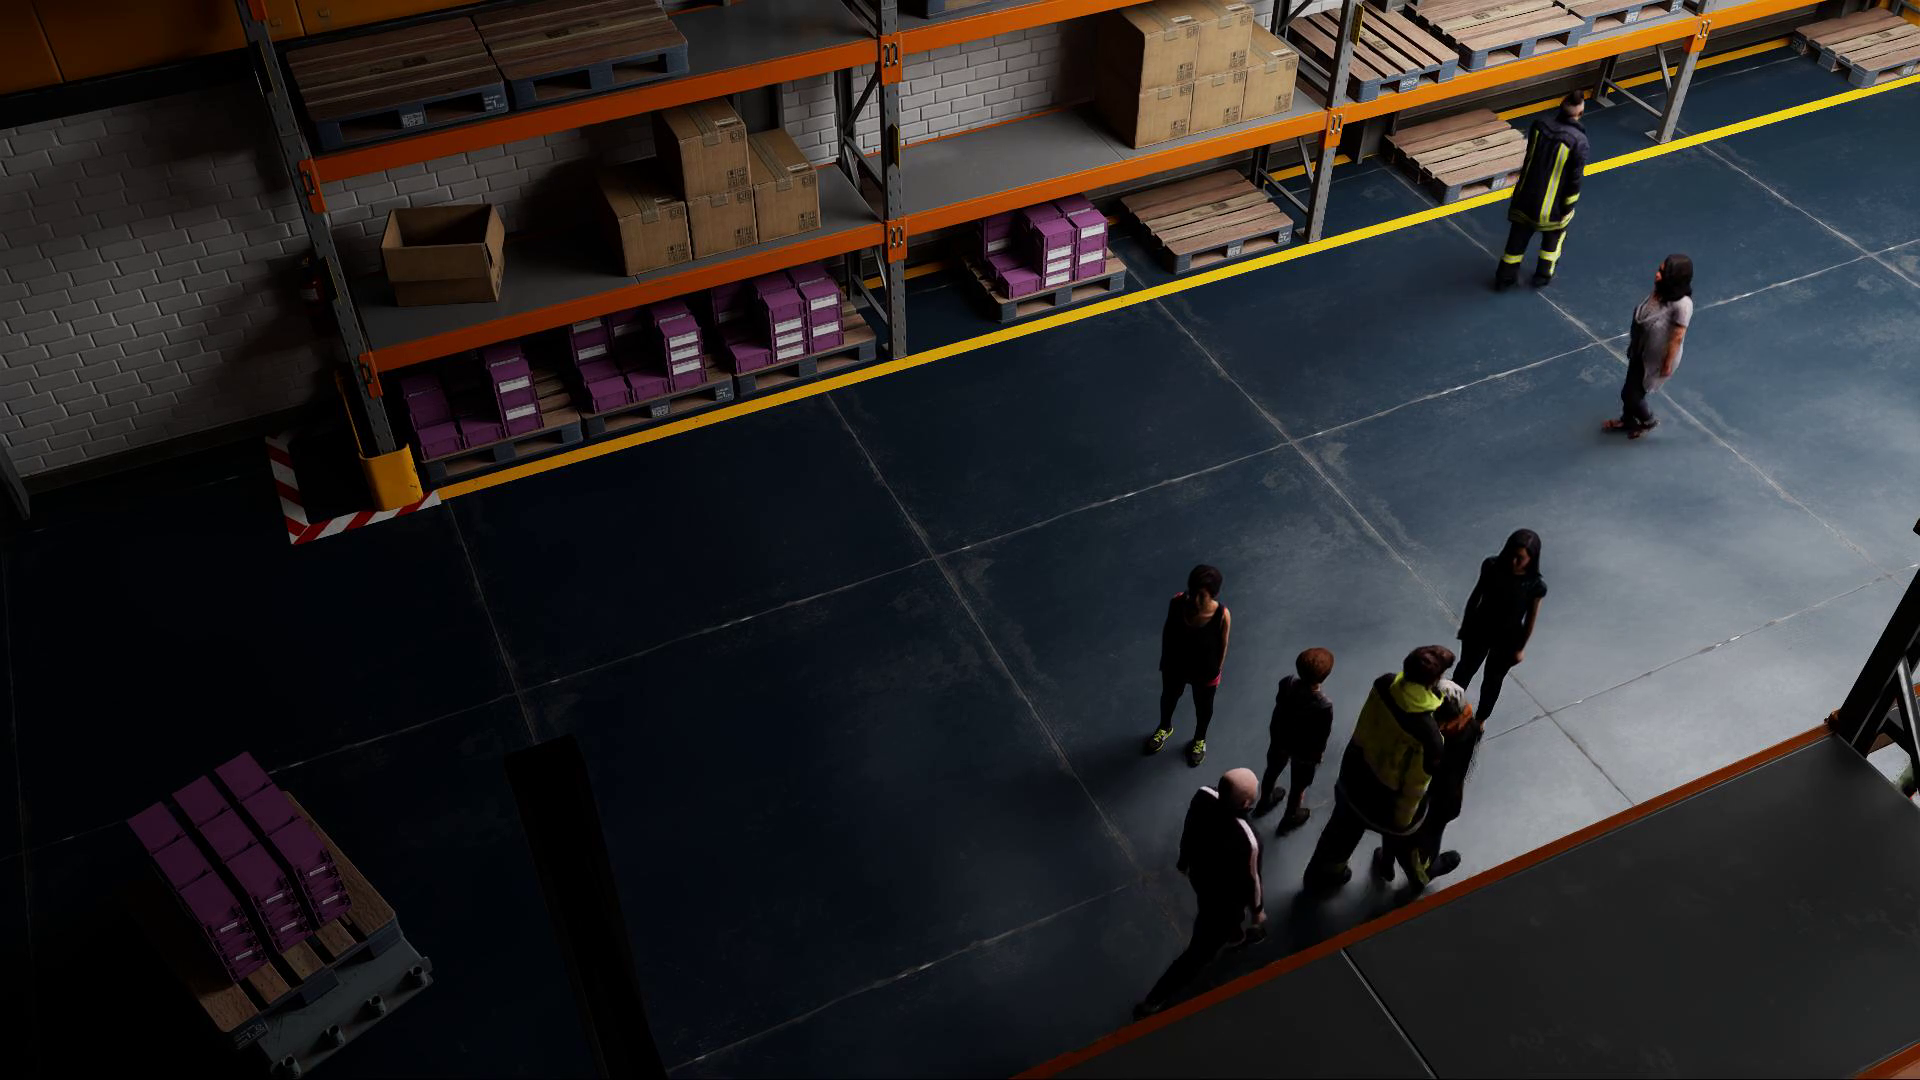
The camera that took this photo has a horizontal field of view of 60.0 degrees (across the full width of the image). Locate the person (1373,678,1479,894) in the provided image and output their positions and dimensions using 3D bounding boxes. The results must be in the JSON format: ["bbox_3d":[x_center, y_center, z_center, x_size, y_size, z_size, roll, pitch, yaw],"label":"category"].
[{"bbox_3d":[2.619,1.399,9.297,0.631,1.624,0.752,1,44,1],"label":"person"}]

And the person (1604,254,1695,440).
[{"bbox_3d":[5.188,-1.405,12.263,0.770,1.593,0.741,-1,44,-2],"label":"person"}]

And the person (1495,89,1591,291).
[{"bbox_3d":[4.720,-2.812,13.556,0.920,1.846,0.883,-34,53,-30],"label":"person"}]

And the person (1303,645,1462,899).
[{"bbox_3d":[2.247,1.349,9.125,1.125,1.933,0.787,-15,46,-16],"label":"person"}]

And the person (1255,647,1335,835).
[{"bbox_3d":[1.956,1.157,9.681,0.598,1.446,0.611,34,53,30],"label":"person"}]

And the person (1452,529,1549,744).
[{"bbox_3d":[3.239,0.576,10.079,0.632,1.737,0.640,28,50,26],"label":"person"}]

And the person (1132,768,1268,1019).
[{"bbox_3d":[1.269,1.875,8.676,1.188,1.792,0.670,-17,46,-18],"label":"person"}]

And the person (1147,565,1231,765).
[{"bbox_3d":[1.408,0.730,10.051,0.617,1.553,0.670,16,46,16],"label":"person"}]
